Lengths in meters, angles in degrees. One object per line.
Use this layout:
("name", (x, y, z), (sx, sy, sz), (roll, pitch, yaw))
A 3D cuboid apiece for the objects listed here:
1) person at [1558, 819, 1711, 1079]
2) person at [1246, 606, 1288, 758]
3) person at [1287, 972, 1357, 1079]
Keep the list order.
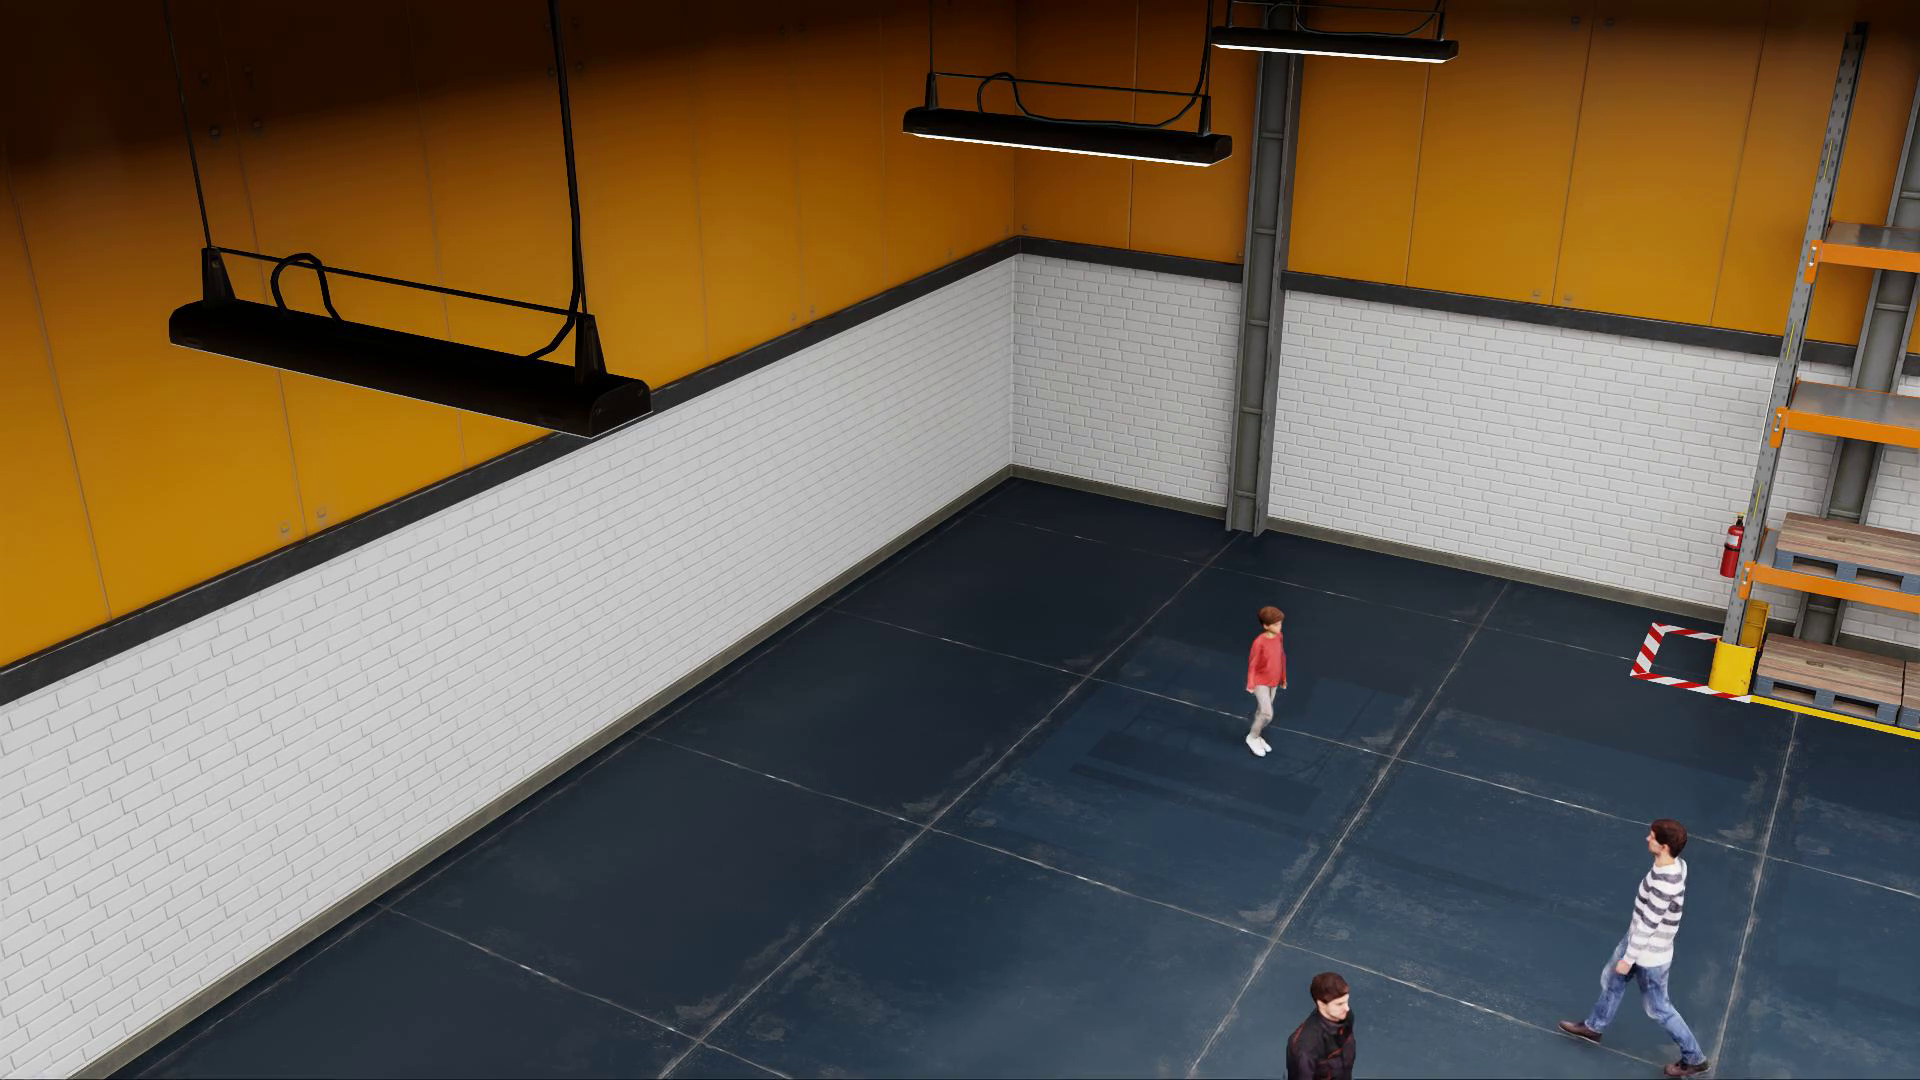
("person", (4.536, 2.665, 10.694), (1.197, 1.813, 0.738), (10, 26, 22))
("person", (2.621, 1.198, 14.555), (0.576, 1.409, 0.596), (-21, 31, -40))
("person", (1.976, 3.187, 9.484), (0.779, 1.827, 0.789), (19, 30, 37))
